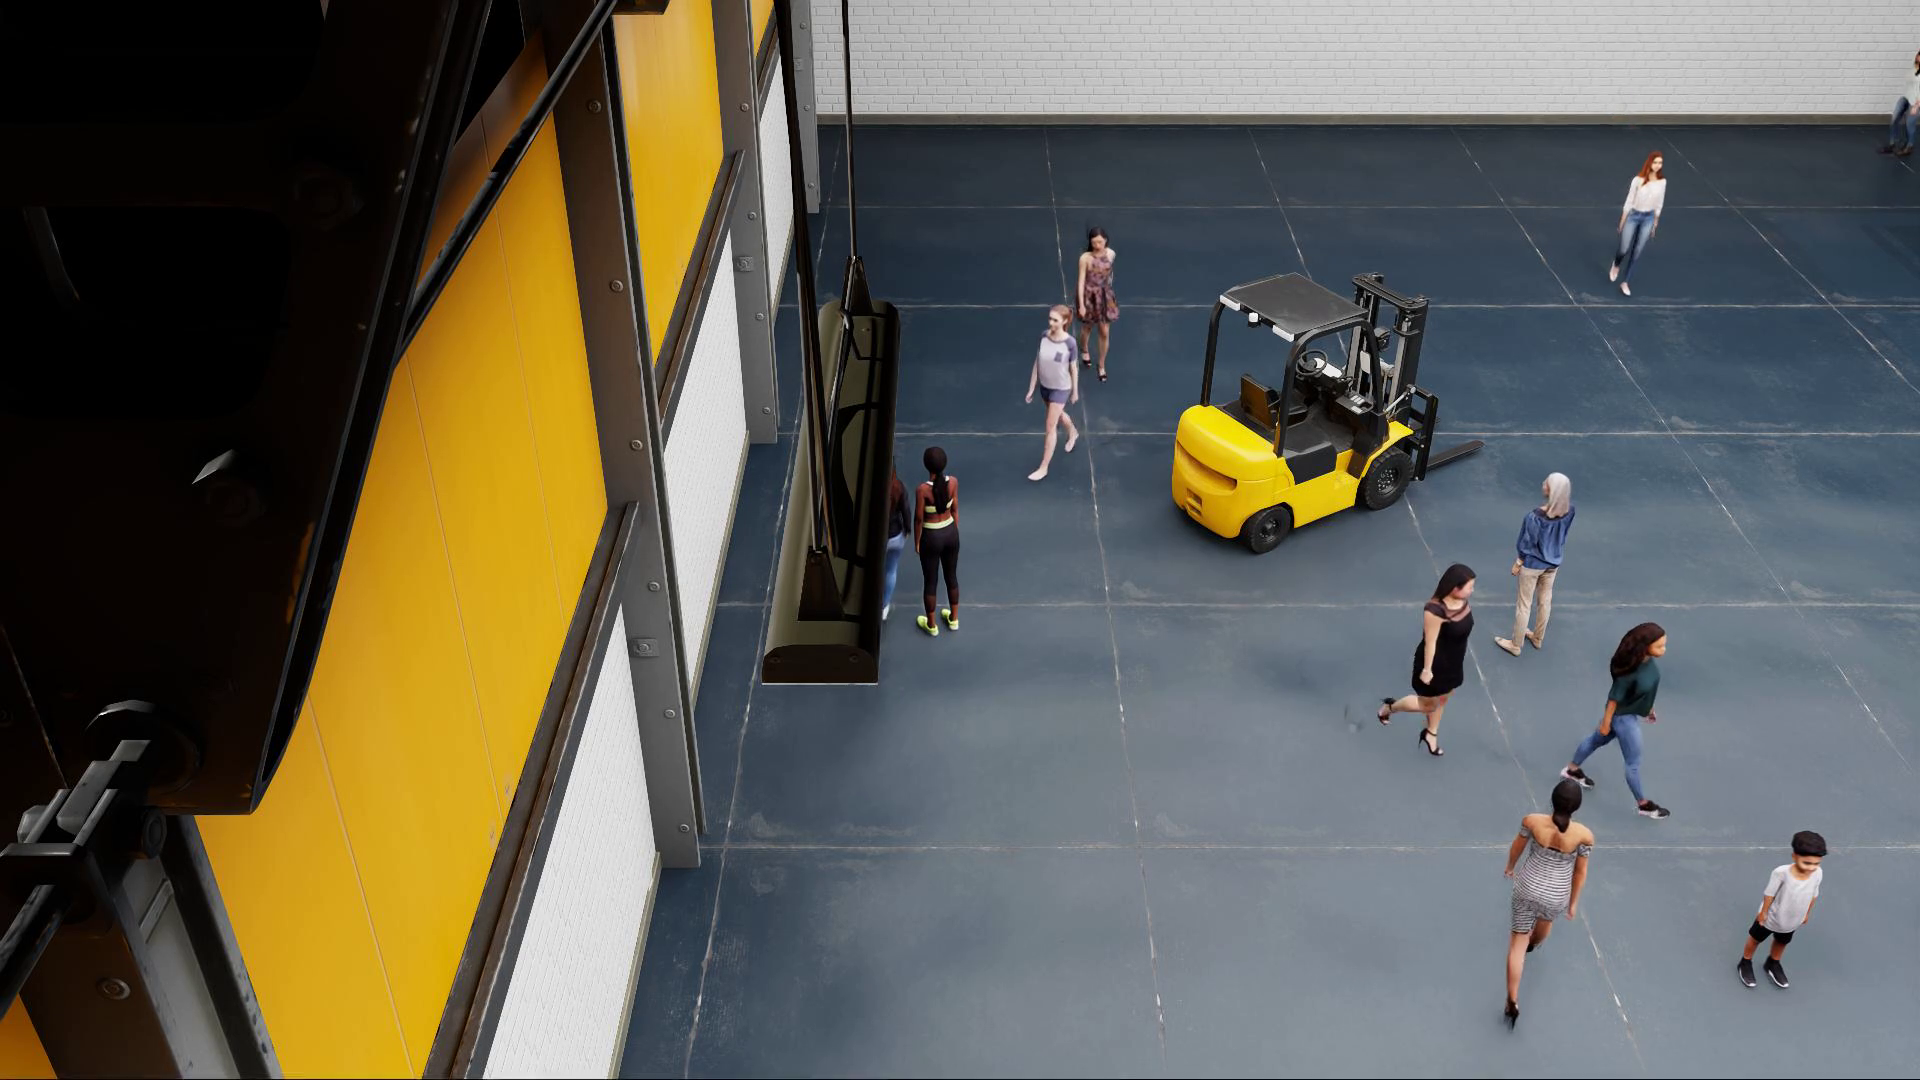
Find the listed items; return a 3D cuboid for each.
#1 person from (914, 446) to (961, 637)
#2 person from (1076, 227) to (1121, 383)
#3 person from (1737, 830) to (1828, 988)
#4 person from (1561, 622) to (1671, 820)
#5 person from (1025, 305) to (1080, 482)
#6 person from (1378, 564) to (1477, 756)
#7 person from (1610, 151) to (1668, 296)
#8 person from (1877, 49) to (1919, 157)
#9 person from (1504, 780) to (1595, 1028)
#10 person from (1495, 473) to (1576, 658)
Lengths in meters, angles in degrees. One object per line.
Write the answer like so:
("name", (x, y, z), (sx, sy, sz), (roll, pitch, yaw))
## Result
("person", (-0.166, 0.009, 13.801), (0.617, 1.752, 0.623), (-13, 36, -19))
("person", (1.418, -2.553, 17.675), (0.758, 1.730, 0.940), (-13, 36, -19))
("person", (5.311, 2.359, 10.713), (0.478, 1.256, 0.473), (1, 34, 2))
("person", (4.759, 1.234, 12.116), (1.069, 1.577, 1.055), (25, 41, 32))
("person", (0.980, -1.496, 16.087), (1.052, 1.728, 1.131), (27, 42, 34))
("person", (3.524, 0.895, 12.516), (0.975, 1.699, 0.921), (27, 42, 34))
("person", (7.927, -3.757, 19.496), (0.611, 1.720, 0.725), (4, 34, 5))
("person", (13.289, -6.113, 23.132), (0.751, 1.617, 0.748), (-4, 34, -6))
("person", (3.589, 2.286, 10.351), (0.900, 1.779, 1.158), (13, 36, 19))
("person", (4.732, 0.191, 13.578), (0.698, 1.696, 0.699), (-14, 36, -20))
